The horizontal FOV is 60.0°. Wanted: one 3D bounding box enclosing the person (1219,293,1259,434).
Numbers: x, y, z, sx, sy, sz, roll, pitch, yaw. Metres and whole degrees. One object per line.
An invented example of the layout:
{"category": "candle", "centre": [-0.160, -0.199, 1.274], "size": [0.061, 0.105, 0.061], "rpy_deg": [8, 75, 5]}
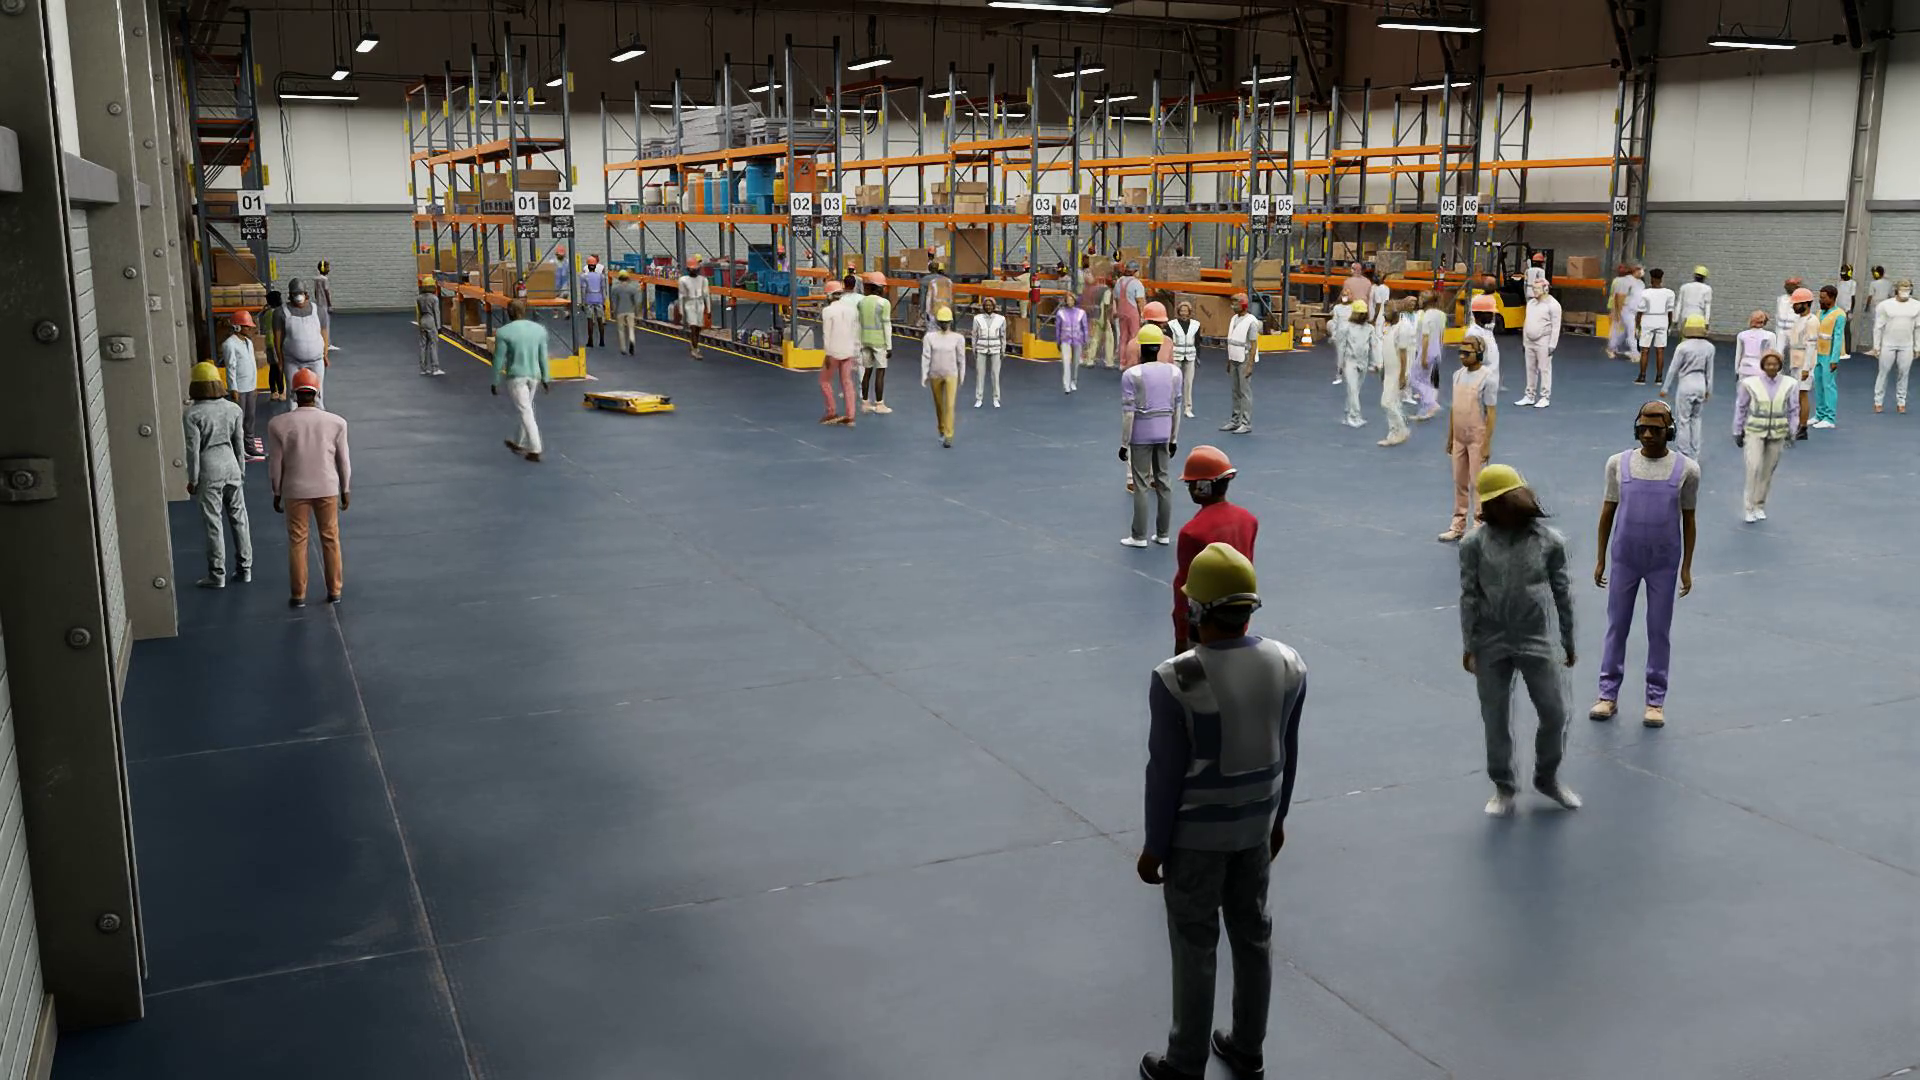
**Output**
{"category": "person", "centre": [3.698, -2.315, 21.816], "size": [0.390, 1.838, 0.563], "rpy_deg": [-5, 12, -22]}

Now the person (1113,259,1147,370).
{"category": "person", "centre": [3.160, -4.107, 30.402], "size": [0.537, 2.000, 0.679], "rpy_deg": [-9, 14, -38]}

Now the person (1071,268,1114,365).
{"category": "person", "centre": [2.538, -4.273, 31.778], "size": [1.022, 1.845, 0.651], "rpy_deg": [-5, 12, -25]}

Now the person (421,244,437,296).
{"category": "person", "centre": [-15.301, -7.523, 47.896], "size": [0.387, 1.989, 0.608], "rpy_deg": [1, 11, 6]}

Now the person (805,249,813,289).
{"category": "person", "centre": [-4.659, -8.184, 51.884], "size": [0.350, 1.743, 0.563], "rpy_deg": [0, 11, 2]}

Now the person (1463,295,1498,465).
{"category": "person", "centre": [5.937, -1.826, 19.070], "size": [0.360, 1.939, 0.543], "rpy_deg": [3, 12, 17]}

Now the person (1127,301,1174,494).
{"category": "person", "centre": [1.971, -1.449, 17.050], "size": [0.619, 1.984, 0.408], "rpy_deg": [-8, 14, -36]}

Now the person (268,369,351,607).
{"category": "person", "centre": [-4.780, -0.385, 12.247], "size": [0.569, 1.747, 0.344], "rpy_deg": [-6, 13, -29]}

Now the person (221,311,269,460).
{"category": "person", "centre": [-8.384, -1.812, 19.498], "size": [0.350, 1.743, 0.564], "rpy_deg": [1, 11, 5]}

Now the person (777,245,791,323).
{"category": "person", "centre": [-4.700, -6.737, 43.763], "size": [0.615, 2.042, 0.372], "rpy_deg": [-7, 13, -32]}

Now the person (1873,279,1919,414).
{"category": "person", "centre": [13.510, -2.784, 23.975], "size": [0.636, 1.931, 0.367], "rpy_deg": [4, 12, 19]}

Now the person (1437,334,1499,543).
{"category": "person", "centre": [4.433, -0.865, 14.457], "size": [0.339, 1.838, 0.507], "rpy_deg": [-5, 12, -26]}

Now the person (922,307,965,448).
{"category": "person", "centre": [-0.201, -2.038, 20.724], "size": [0.526, 1.722, 0.919], "rpy_deg": [2, 11, 9]}

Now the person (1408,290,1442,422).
{"category": "person", "centre": [6.426, -2.526, 22.909], "size": [0.423, 1.830, 0.501], "rpy_deg": [8, 14, 36]}

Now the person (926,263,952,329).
{"category": "person", "centre": [-0.463, -4.573, 33.149], "size": [0.600, 1.891, 0.839], "rpy_deg": [-4, 12, -21]}

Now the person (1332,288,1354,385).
{"category": "person", "centre": [6.490, -3.421, 27.978], "size": [0.494, 1.624, 0.278], "rpy_deg": [7, 13, 33]}

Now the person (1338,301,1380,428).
{"category": "person", "centre": [5.357, -2.345, 22.300], "size": [0.503, 1.696, 0.884], "rpy_deg": [-2, 11, -12]}

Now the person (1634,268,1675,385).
{"category": "person", "centre": [11.664, -3.588, 27.977], "size": [0.606, 1.958, 0.376], "rpy_deg": [2, 11, 8]}

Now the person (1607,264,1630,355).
{"category": "person", "centre": [13.397, -4.698, 33.910], "size": [0.372, 1.840, 0.570], "rpy_deg": [6, 12, 26]}

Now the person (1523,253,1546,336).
{"category": "person", "centre": [13.441, -5.718, 38.861], "size": [0.369, 1.933, 0.551], "rpy_deg": [-7, 13, -30]}

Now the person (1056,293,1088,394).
{"category": "person", "centre": [1.802, -3.185, 26.838], "size": [0.520, 1.598, 0.851], "rpy_deg": [0, 11, 0]}

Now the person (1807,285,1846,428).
{"category": "person", "centre": [11.693, -2.471, 22.427], "size": [0.380, 1.910, 0.592], "rpy_deg": [0, 11, 0]}

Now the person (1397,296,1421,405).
{"category": "person", "centre": [6.729, -2.856, 25.069], "size": [0.514, 1.639, 0.310], "rpy_deg": [-5, 12, -25]}

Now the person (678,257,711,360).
{"category": "person", "centre": [-5.272, -4.591, 32.954], "size": [0.617, 2.011, 0.957], "rpy_deg": [-5, 12, -24]}

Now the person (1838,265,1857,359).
{"category": "person", "centre": [17.546, -4.525, 33.000], "size": [0.323, 1.861, 0.513], "rpy_deg": [-1, 11, -5]}

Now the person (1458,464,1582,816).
{"category": "person", "centre": [2.678, 0.487, 7.943], "size": [0.630, 1.705, 0.359], "rpy_deg": [3, 11, 14]}

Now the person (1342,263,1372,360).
{"category": "person", "centre": [7.740, -4.479, 32.641], "size": [0.651, 1.904, 0.403], "rpy_deg": [-5, 12, -22]}

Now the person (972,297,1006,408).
{"category": "person", "centre": [0.427, -2.783, 24.693], "size": [0.513, 1.641, 0.309], "rpy_deg": [0, 11, 2]}

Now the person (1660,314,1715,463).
{"category": "person", "centre": [8.305, -1.708, 18.985], "size": [0.503, 1.737, 0.367], "rpy_deg": [-4, 12, -18]}

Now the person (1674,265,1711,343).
{"category": "person", "centre": [13.624, -4.143, 30.947], "size": [0.450, 1.935, 0.626], "rpy_deg": [-10, 15, -42]}

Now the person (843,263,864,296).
{"category": "person", "centre": [-2.450, -5.455, 38.003], "size": [0.559, 1.746, 0.332], "rpy_deg": [2, 11, 9]}

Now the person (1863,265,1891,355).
{"category": "person", "centre": [18.515, -4.594, 33.408], "size": [0.523, 1.838, 0.709], "rpy_deg": [-5, 12, -24]}

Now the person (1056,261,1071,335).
{"category": "person", "centre": [2.190, -4.943, 35.129], "size": [0.325, 1.861, 0.502], "rpy_deg": [-5, 12, -25]}

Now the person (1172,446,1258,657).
{"category": "person", "centre": [1.230, 0.398, 8.275], "size": [0.570, 1.743, 0.350], "rpy_deg": [-11, 15, -43]}
